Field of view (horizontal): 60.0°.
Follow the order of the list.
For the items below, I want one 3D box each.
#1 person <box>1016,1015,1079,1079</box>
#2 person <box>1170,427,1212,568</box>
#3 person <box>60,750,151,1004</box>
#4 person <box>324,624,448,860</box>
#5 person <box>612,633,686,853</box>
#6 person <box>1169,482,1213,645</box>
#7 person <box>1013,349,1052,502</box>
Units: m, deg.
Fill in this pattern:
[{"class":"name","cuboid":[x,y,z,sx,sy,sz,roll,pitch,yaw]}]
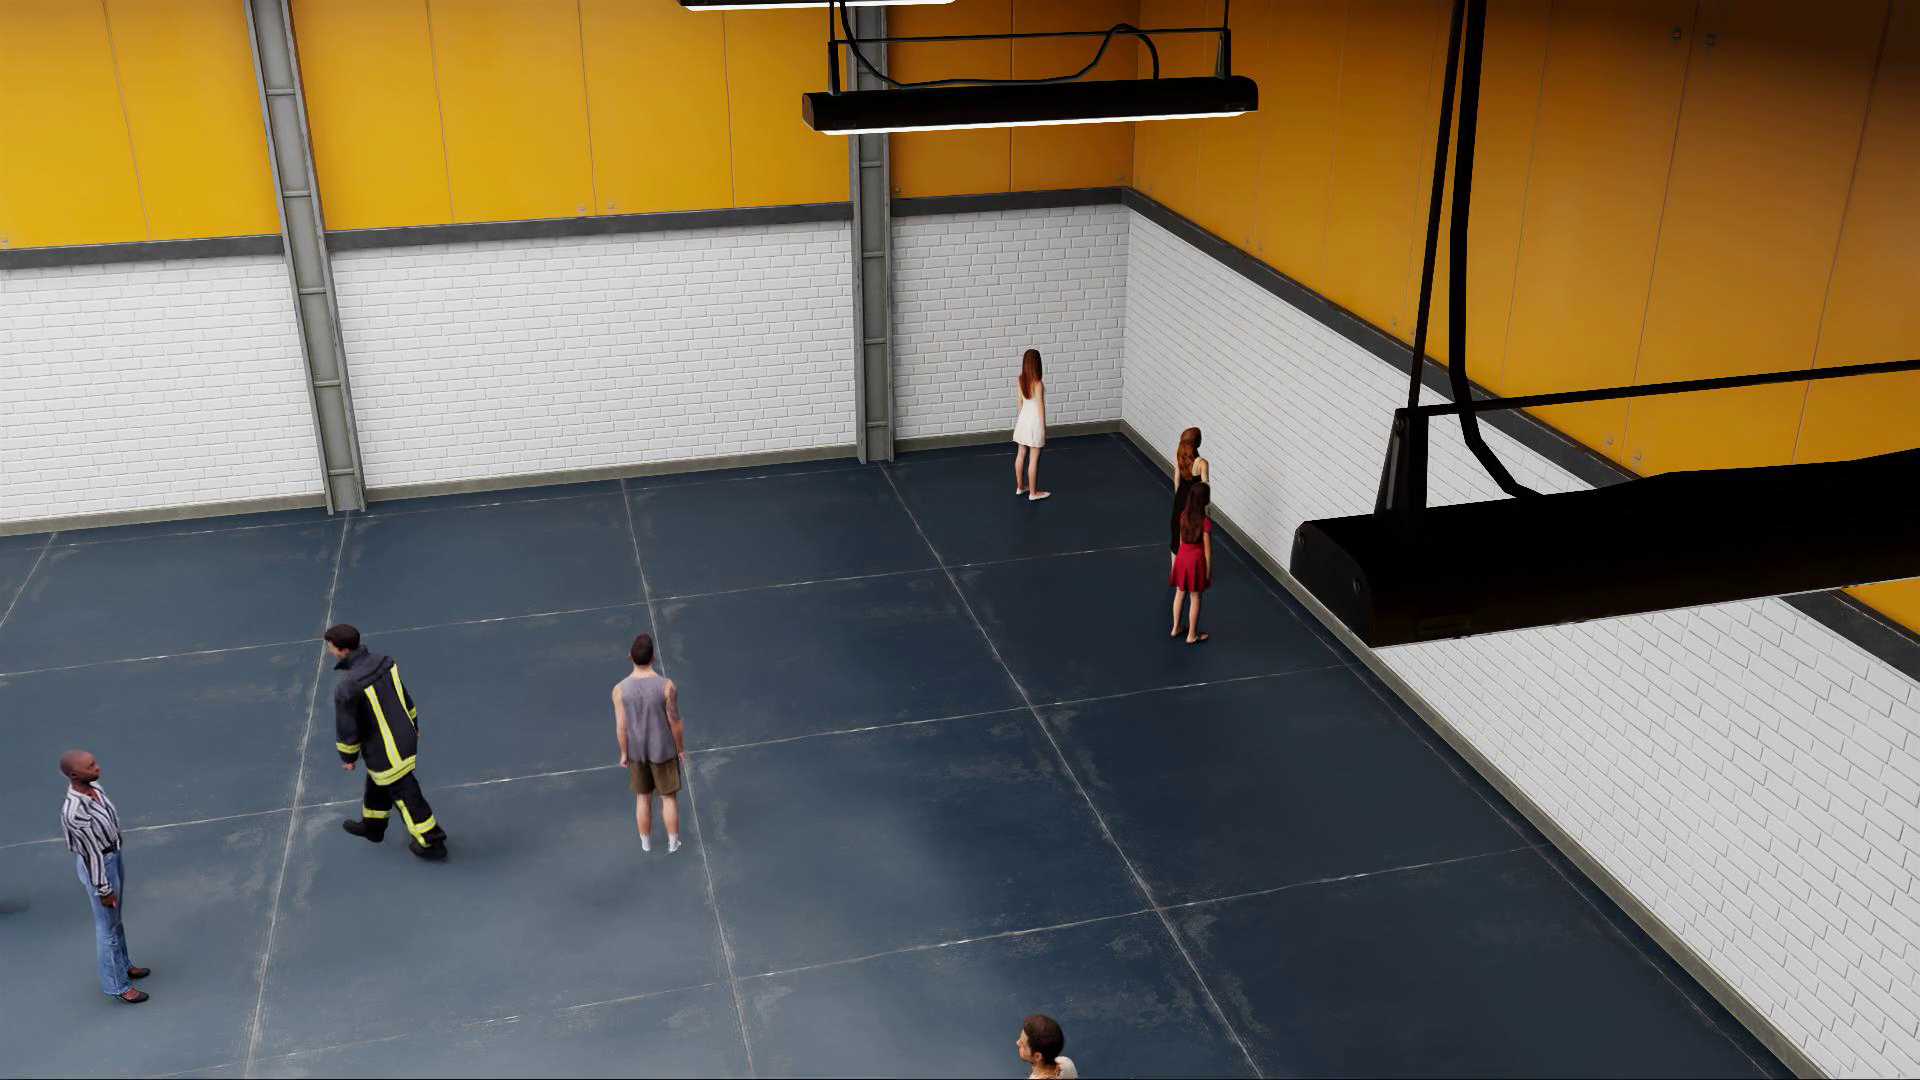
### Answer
[{"class":"person","cuboid":[0.533,3.169,8.147,1.274,1.821,1.086,8,25,18]},{"class":"person","cuboid":[2.270,-0.349,16.442,0.698,1.624,0.667,-21,31,-39]},{"class":"person","cuboid":[-5.461,2.118,10.585,0.552,1.794,0.646,-8,25,-18]},{"class":"person","cuboid":[-4.049,1.473,11.977,1.260,1.862,1.101,7,25,16]},{"class":"person","cuboid":[-2.260,1.524,12.119,0.573,1.848,0.752,-1,24,-2]},{"class":"person","cuboid":[2.137,0.197,15.284,0.726,1.551,0.667,-21,31,-40]},{"class":"person","cuboid":[0.787,-1.296,18.499,0.641,1.712,0.630,-17,29,-34]}]
